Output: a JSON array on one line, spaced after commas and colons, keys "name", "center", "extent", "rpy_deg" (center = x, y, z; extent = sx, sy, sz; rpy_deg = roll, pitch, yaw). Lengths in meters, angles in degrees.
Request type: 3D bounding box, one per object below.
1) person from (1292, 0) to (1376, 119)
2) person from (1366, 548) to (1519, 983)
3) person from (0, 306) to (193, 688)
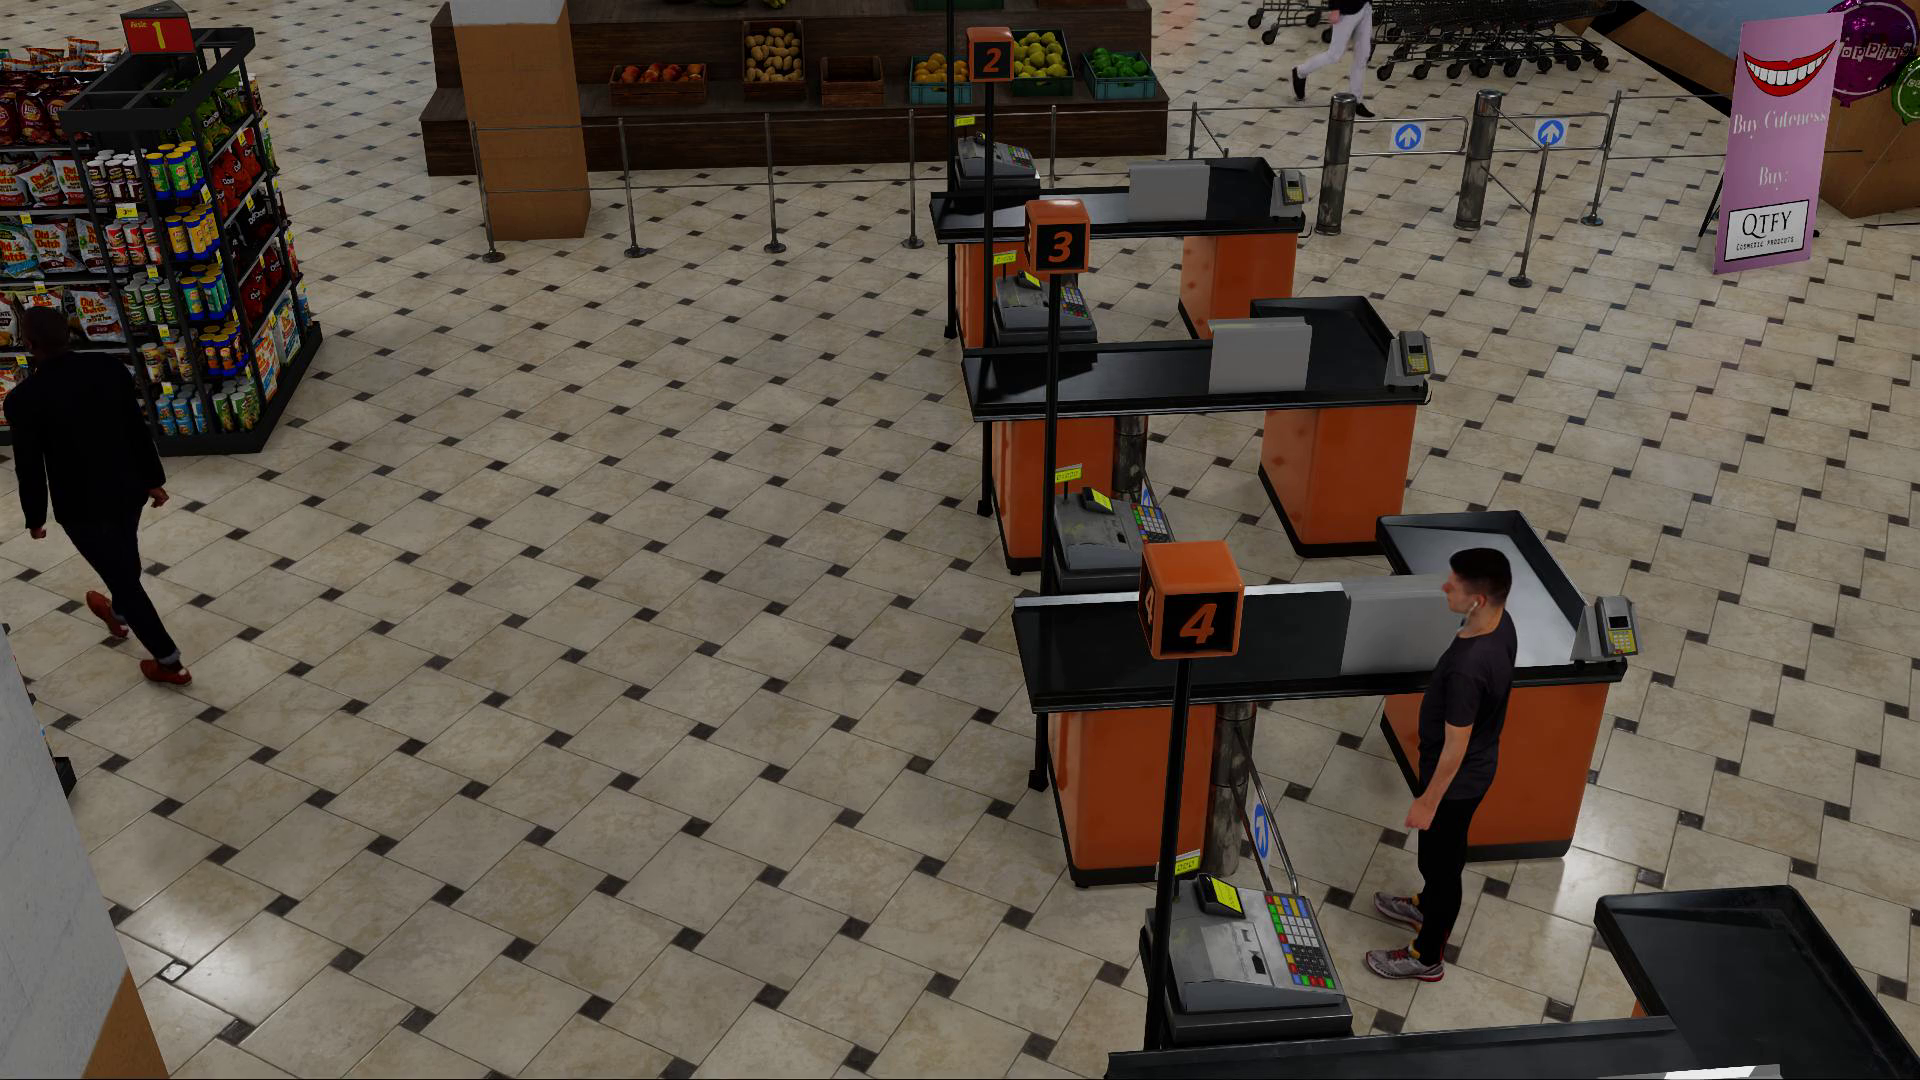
[{"name": "person", "center": [3.288, -4.587, 14.310], "extent": [1.138, 1.820, 1.115], "rpy_deg": [-24, 39, -33]}, {"name": "person", "center": [1.698, 0.782, 5.737], "extent": [0.698, 1.761, 0.715], "rpy_deg": [11, 33, 17]}, {"name": "person", "center": [-3.648, -0.132, 7.180], "extent": [1.193, 1.788, 1.066], "rpy_deg": [16, 35, 24]}]
